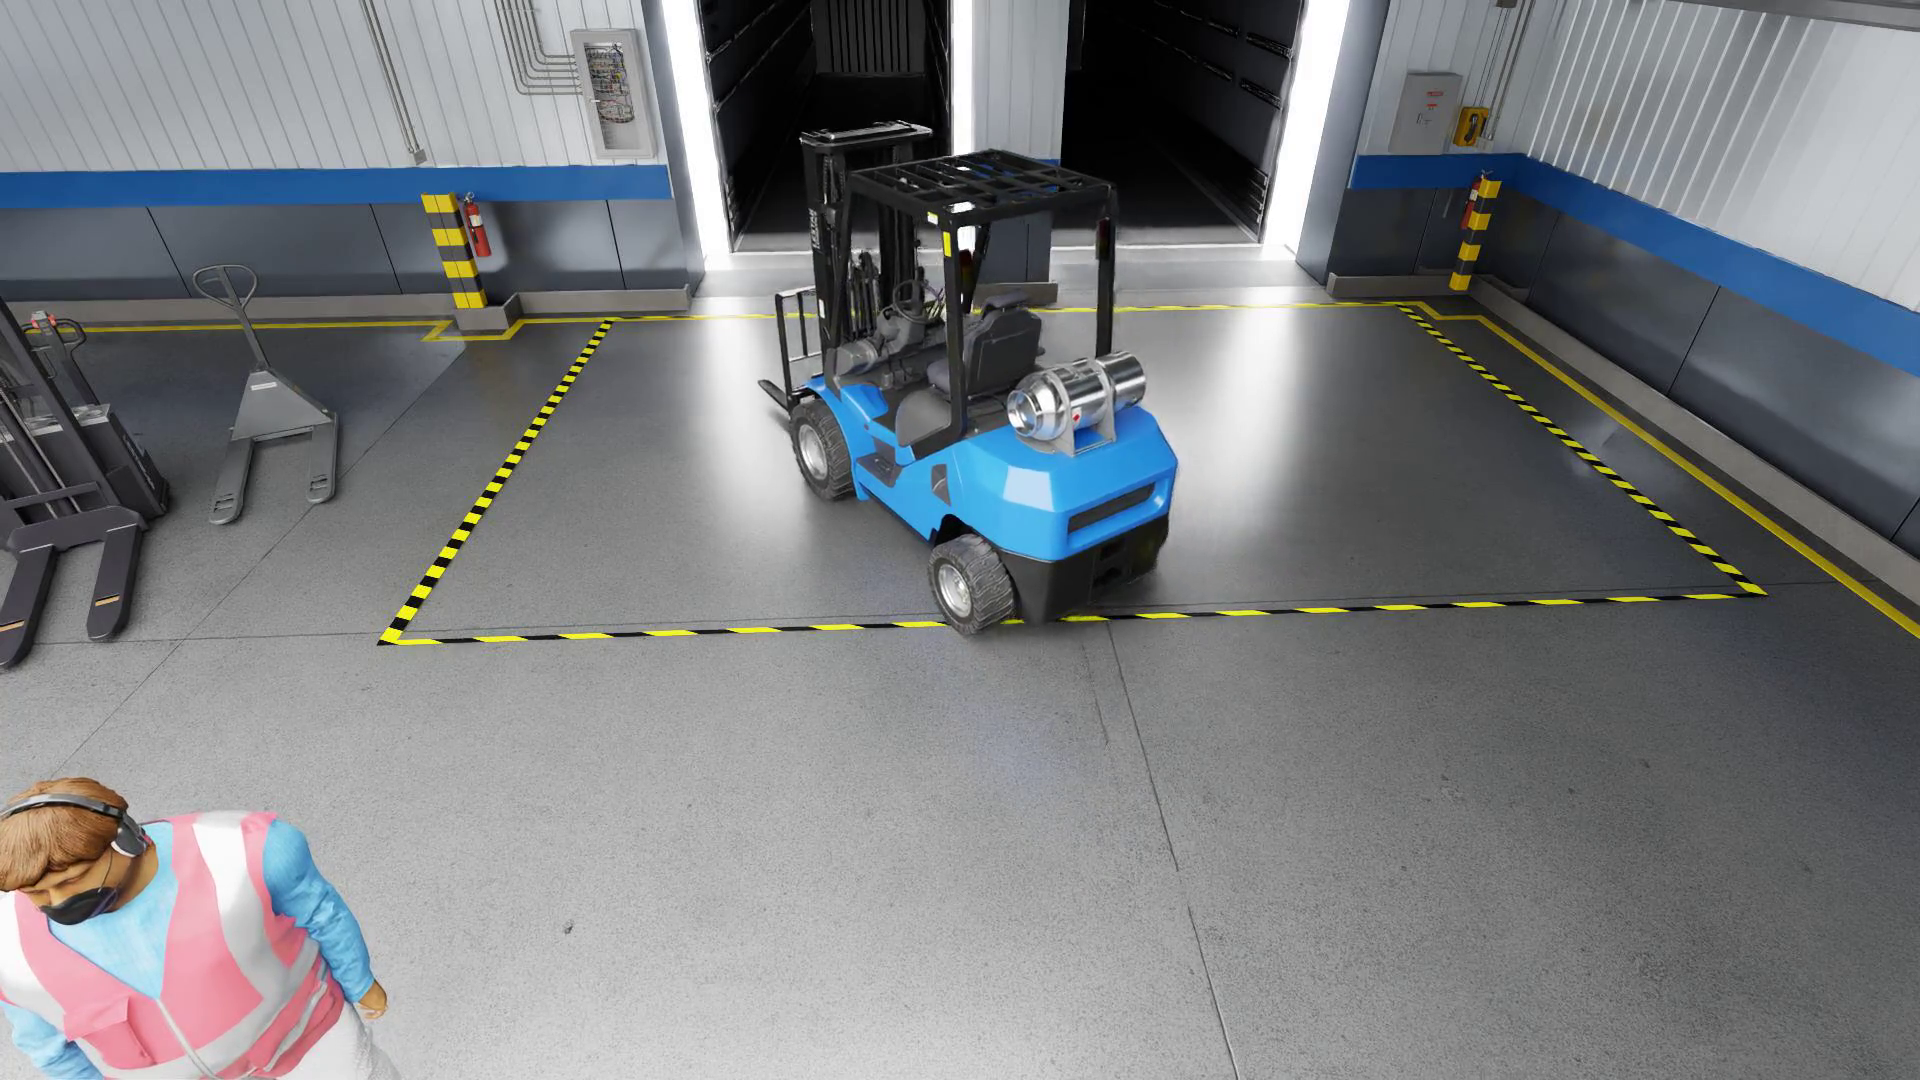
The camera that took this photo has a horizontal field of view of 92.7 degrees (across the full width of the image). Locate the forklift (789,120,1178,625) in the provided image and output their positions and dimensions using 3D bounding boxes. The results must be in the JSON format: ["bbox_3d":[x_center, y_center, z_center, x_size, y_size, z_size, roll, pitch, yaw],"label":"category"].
[{"bbox_3d":[0.025,-1.087,5.240,1.157,2.036,2.680,-22,40,-28],"label":"forklift"}]

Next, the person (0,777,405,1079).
[{"bbox_3d":[-1.819,1.257,2.319,0.632,1.841,0.429,-20,40,-27],"label":"person"}]

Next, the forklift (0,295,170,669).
[{"bbox_3d":[-5.212,-0.618,4.878,0.823,1.965,1.885,-20,39,-26],"label":"forklift"}]

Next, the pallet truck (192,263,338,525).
[{"bbox_3d":[-4.778,-1.027,6.128,0.680,1.201,1.601,-17,38,-23],"label":"pallet truck"}]
